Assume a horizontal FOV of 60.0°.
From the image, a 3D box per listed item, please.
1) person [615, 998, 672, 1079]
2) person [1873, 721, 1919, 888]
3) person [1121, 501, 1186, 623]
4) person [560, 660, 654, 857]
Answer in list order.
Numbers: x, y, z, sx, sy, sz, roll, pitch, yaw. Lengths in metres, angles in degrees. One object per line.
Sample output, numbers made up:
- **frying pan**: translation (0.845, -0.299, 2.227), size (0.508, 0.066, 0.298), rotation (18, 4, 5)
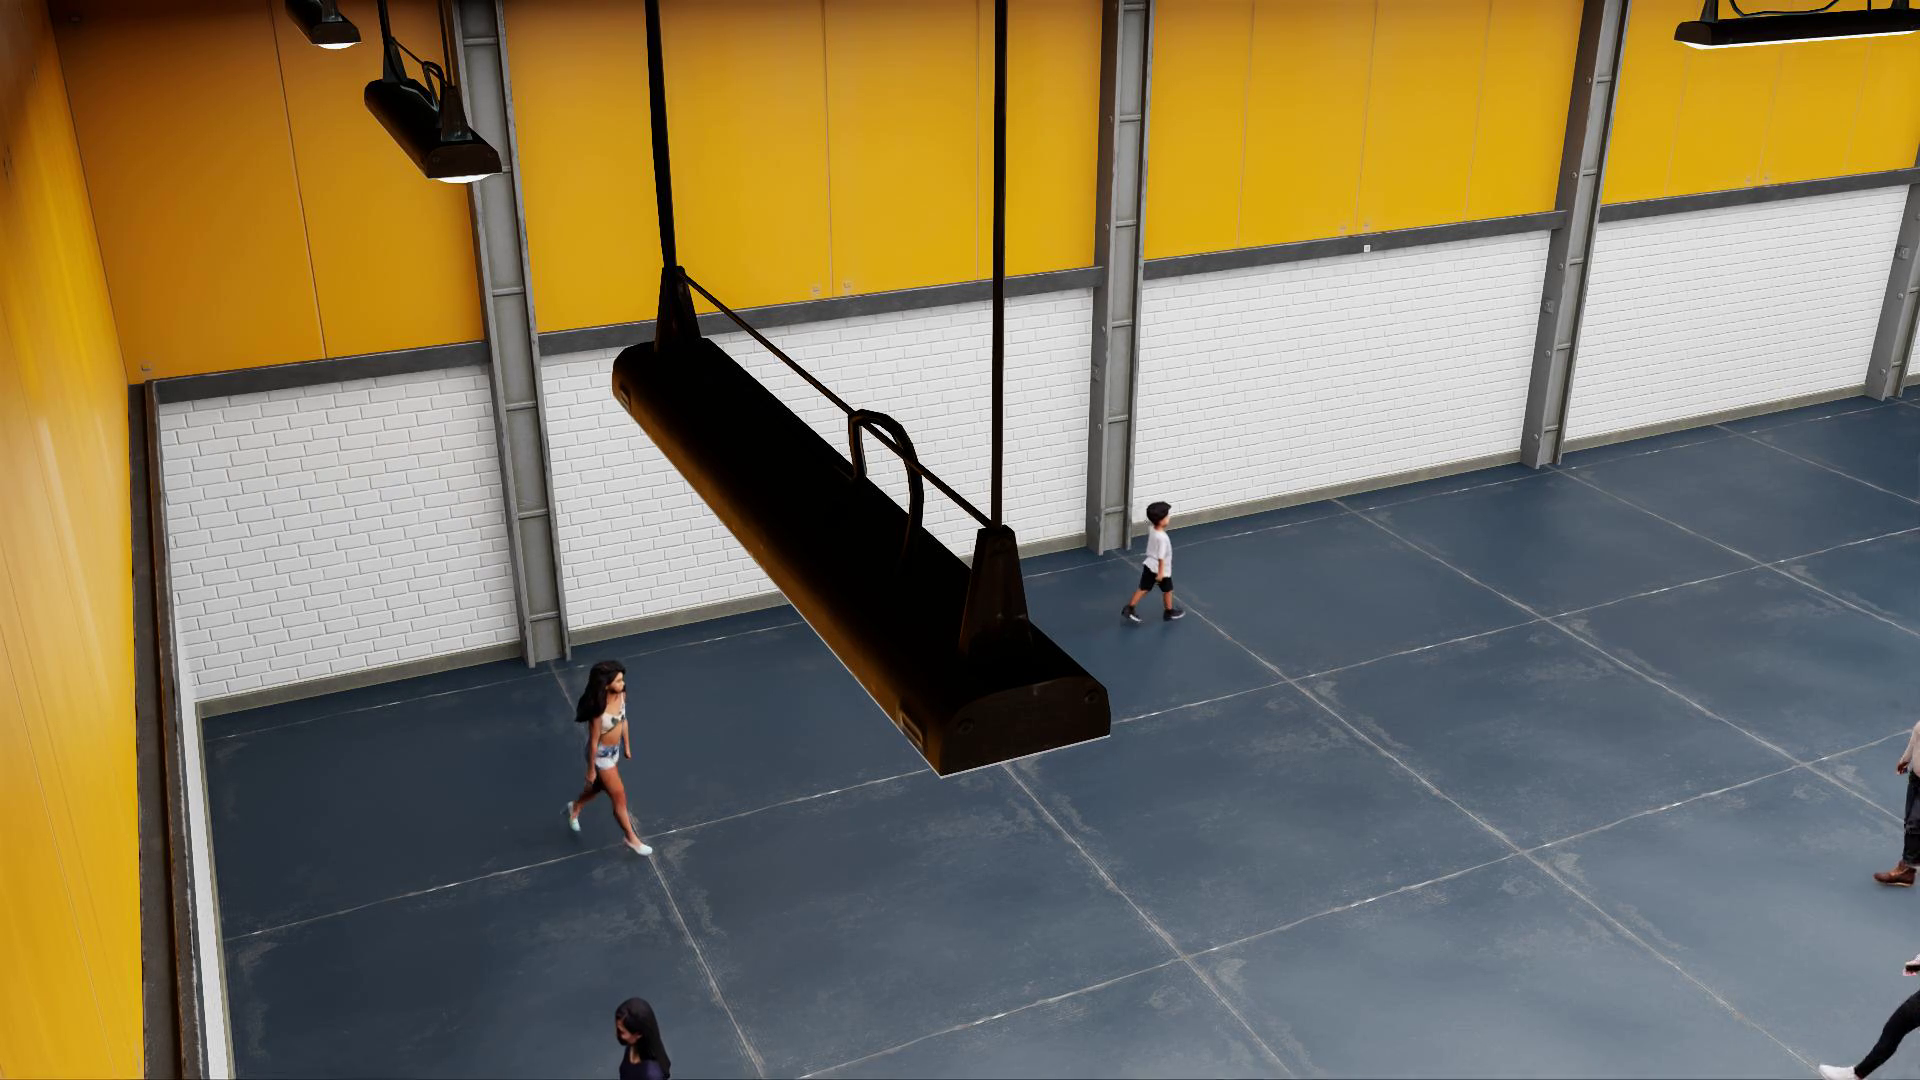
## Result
- **person**: translation (-1.623, 3.094, 8.752), size (0.560, 1.733, 0.619), rotation (-8, 25, -17)
- **person**: translation (6.999, 1.681, 11.832), size (0.898, 1.855, 0.830), rotation (1, 24, 2)
- **person**: translation (1.828, 0.231, 15.911), size (0.881, 1.246, 0.535), rotation (-8, 25, -18)
- **person**: translation (-2.709, 1.610, 12.338), size (1.109, 1.581, 1.031), rotation (9, 25, 19)
